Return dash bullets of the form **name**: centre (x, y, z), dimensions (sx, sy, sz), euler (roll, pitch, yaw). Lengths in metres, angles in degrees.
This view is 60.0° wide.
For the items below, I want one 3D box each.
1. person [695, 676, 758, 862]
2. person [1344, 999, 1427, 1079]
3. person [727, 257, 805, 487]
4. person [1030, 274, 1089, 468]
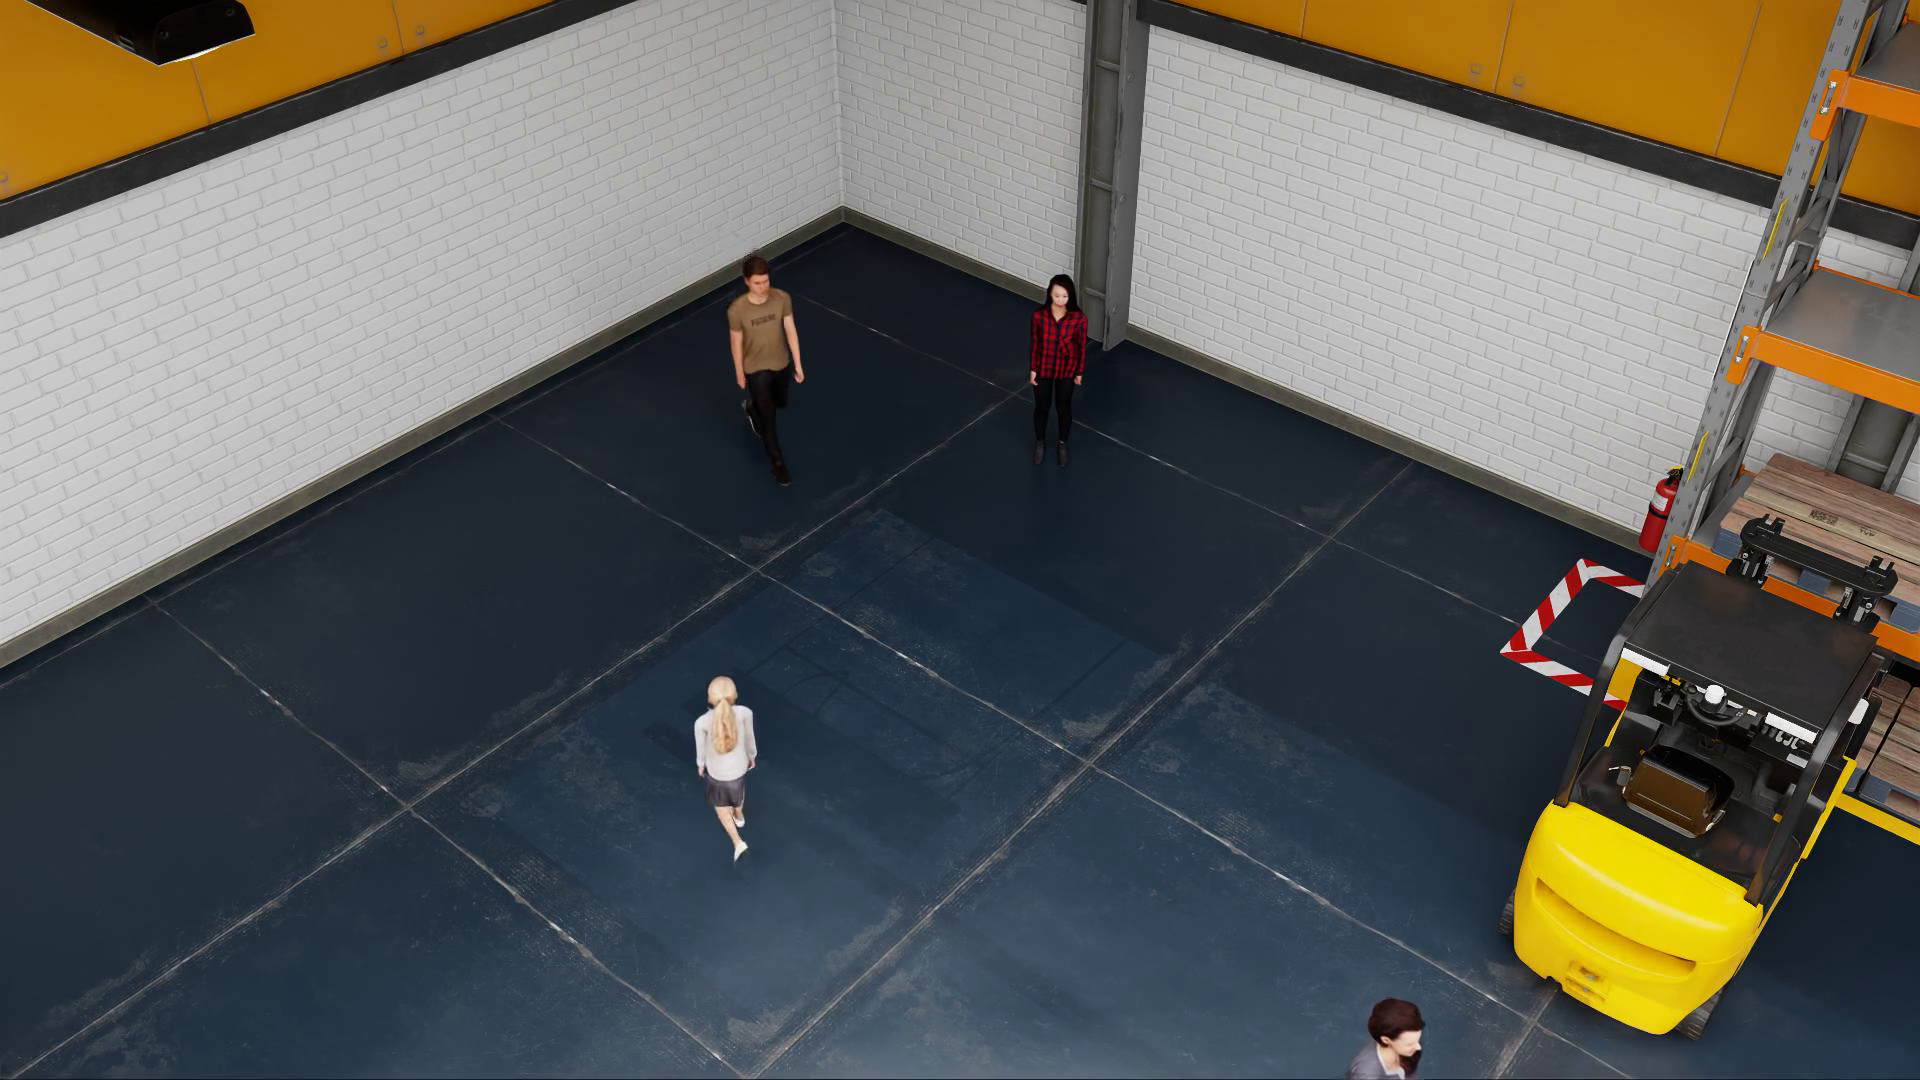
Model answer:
- **person**: centre (-1.342, 1.323, 9.654), dimensions (0.692, 1.262, 0.853), euler (-16, 41, -19)
- **person**: centre (1.844, 2.664, 7.570), dimensions (0.506, 1.768, 0.604), euler (29, 47, 32)
- **person**: centre (-1.489, -1.355, 12.550), dimensions (0.938, 1.832, 1.230), euler (-19, 42, -22)
- **person**: centre (0.722, -1.304, 12.631), dimensions (0.621, 1.652, 0.718), euler (4, 39, 5)
